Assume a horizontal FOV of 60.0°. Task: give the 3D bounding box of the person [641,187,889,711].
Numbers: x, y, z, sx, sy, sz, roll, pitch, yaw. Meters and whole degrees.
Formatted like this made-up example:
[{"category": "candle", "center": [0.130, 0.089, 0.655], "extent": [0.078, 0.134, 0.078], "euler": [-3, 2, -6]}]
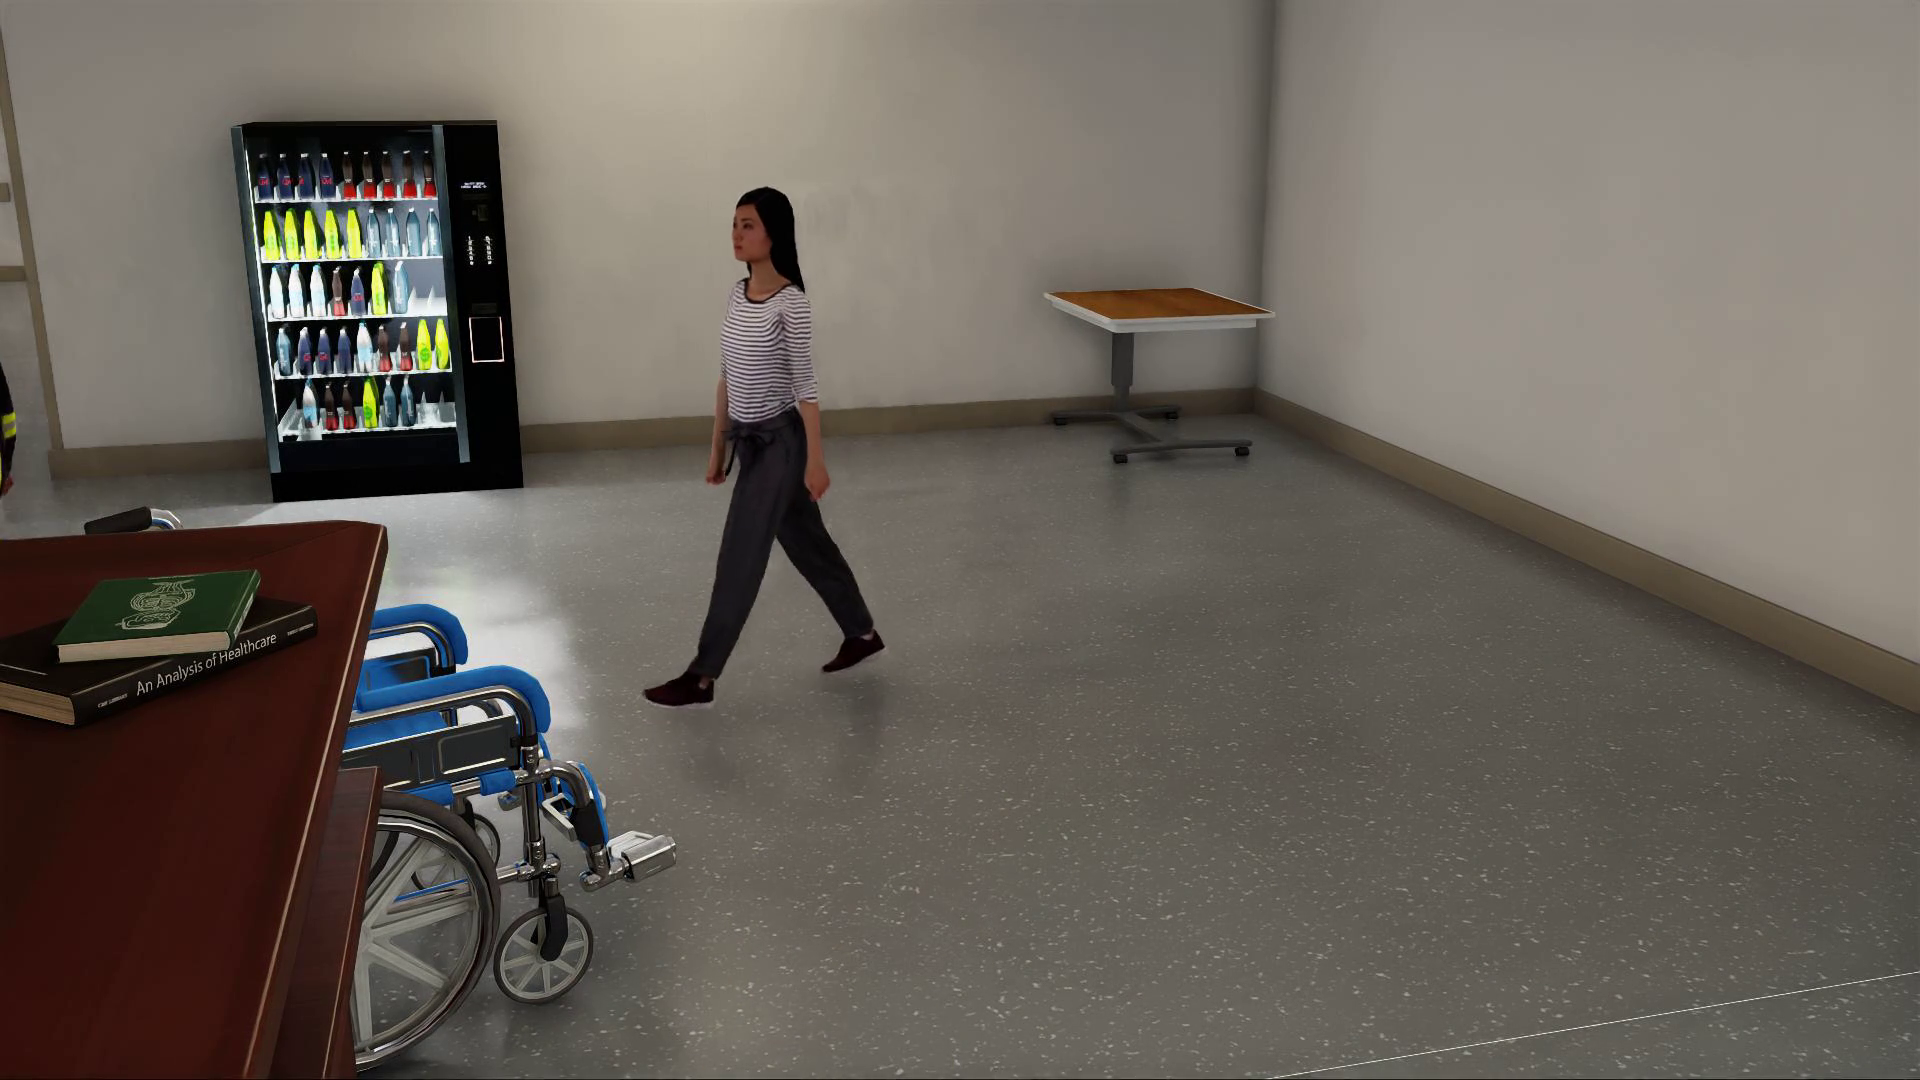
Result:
[{"category": "person", "center": [-0.547, -0.273, 5.532], "extent": [1.237, 1.682, 0.897], "euler": [-11, 19, -34]}]
